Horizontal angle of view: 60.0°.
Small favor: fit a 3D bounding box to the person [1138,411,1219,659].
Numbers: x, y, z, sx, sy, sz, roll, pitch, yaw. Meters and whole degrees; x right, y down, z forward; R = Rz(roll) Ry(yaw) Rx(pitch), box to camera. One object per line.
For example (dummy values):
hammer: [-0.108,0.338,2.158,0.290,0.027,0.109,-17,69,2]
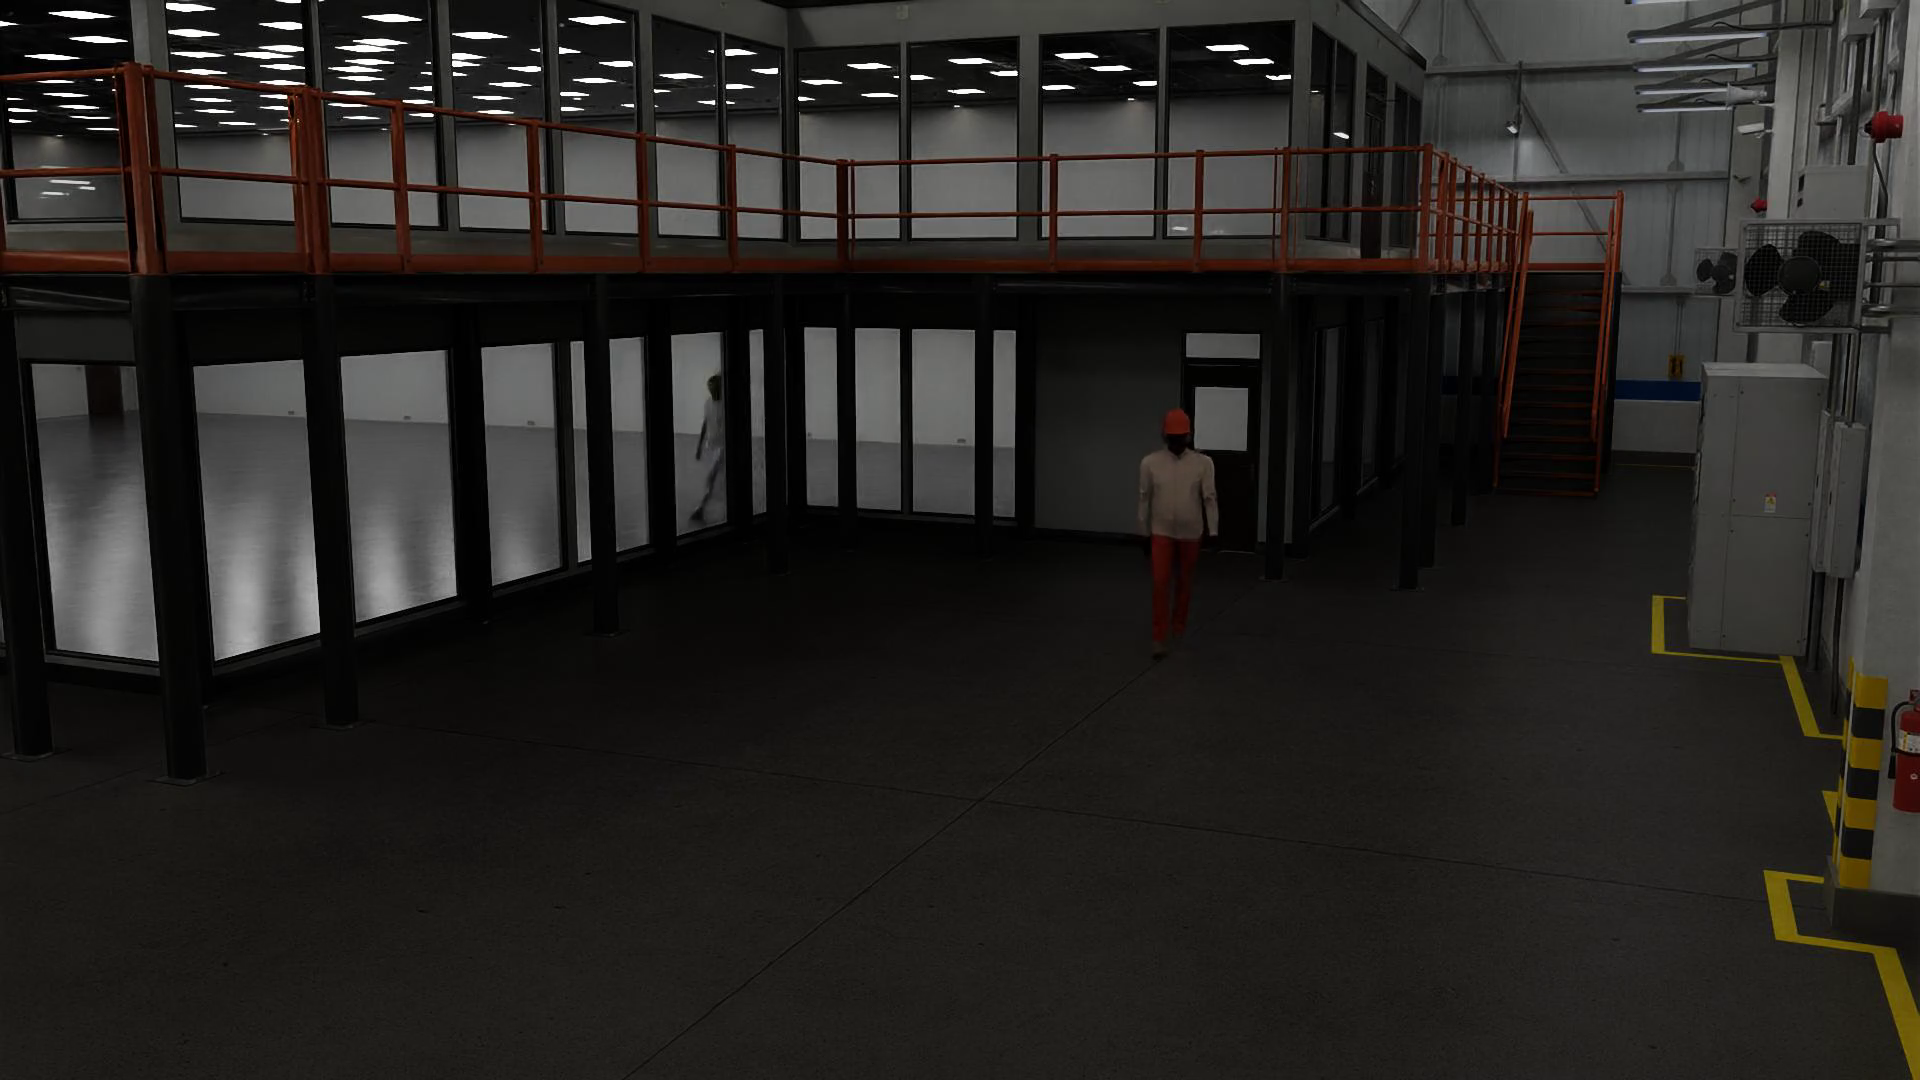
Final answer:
person: [1.725,-0.037,13.135,0.631,1.947,0.966,1,9,5]
